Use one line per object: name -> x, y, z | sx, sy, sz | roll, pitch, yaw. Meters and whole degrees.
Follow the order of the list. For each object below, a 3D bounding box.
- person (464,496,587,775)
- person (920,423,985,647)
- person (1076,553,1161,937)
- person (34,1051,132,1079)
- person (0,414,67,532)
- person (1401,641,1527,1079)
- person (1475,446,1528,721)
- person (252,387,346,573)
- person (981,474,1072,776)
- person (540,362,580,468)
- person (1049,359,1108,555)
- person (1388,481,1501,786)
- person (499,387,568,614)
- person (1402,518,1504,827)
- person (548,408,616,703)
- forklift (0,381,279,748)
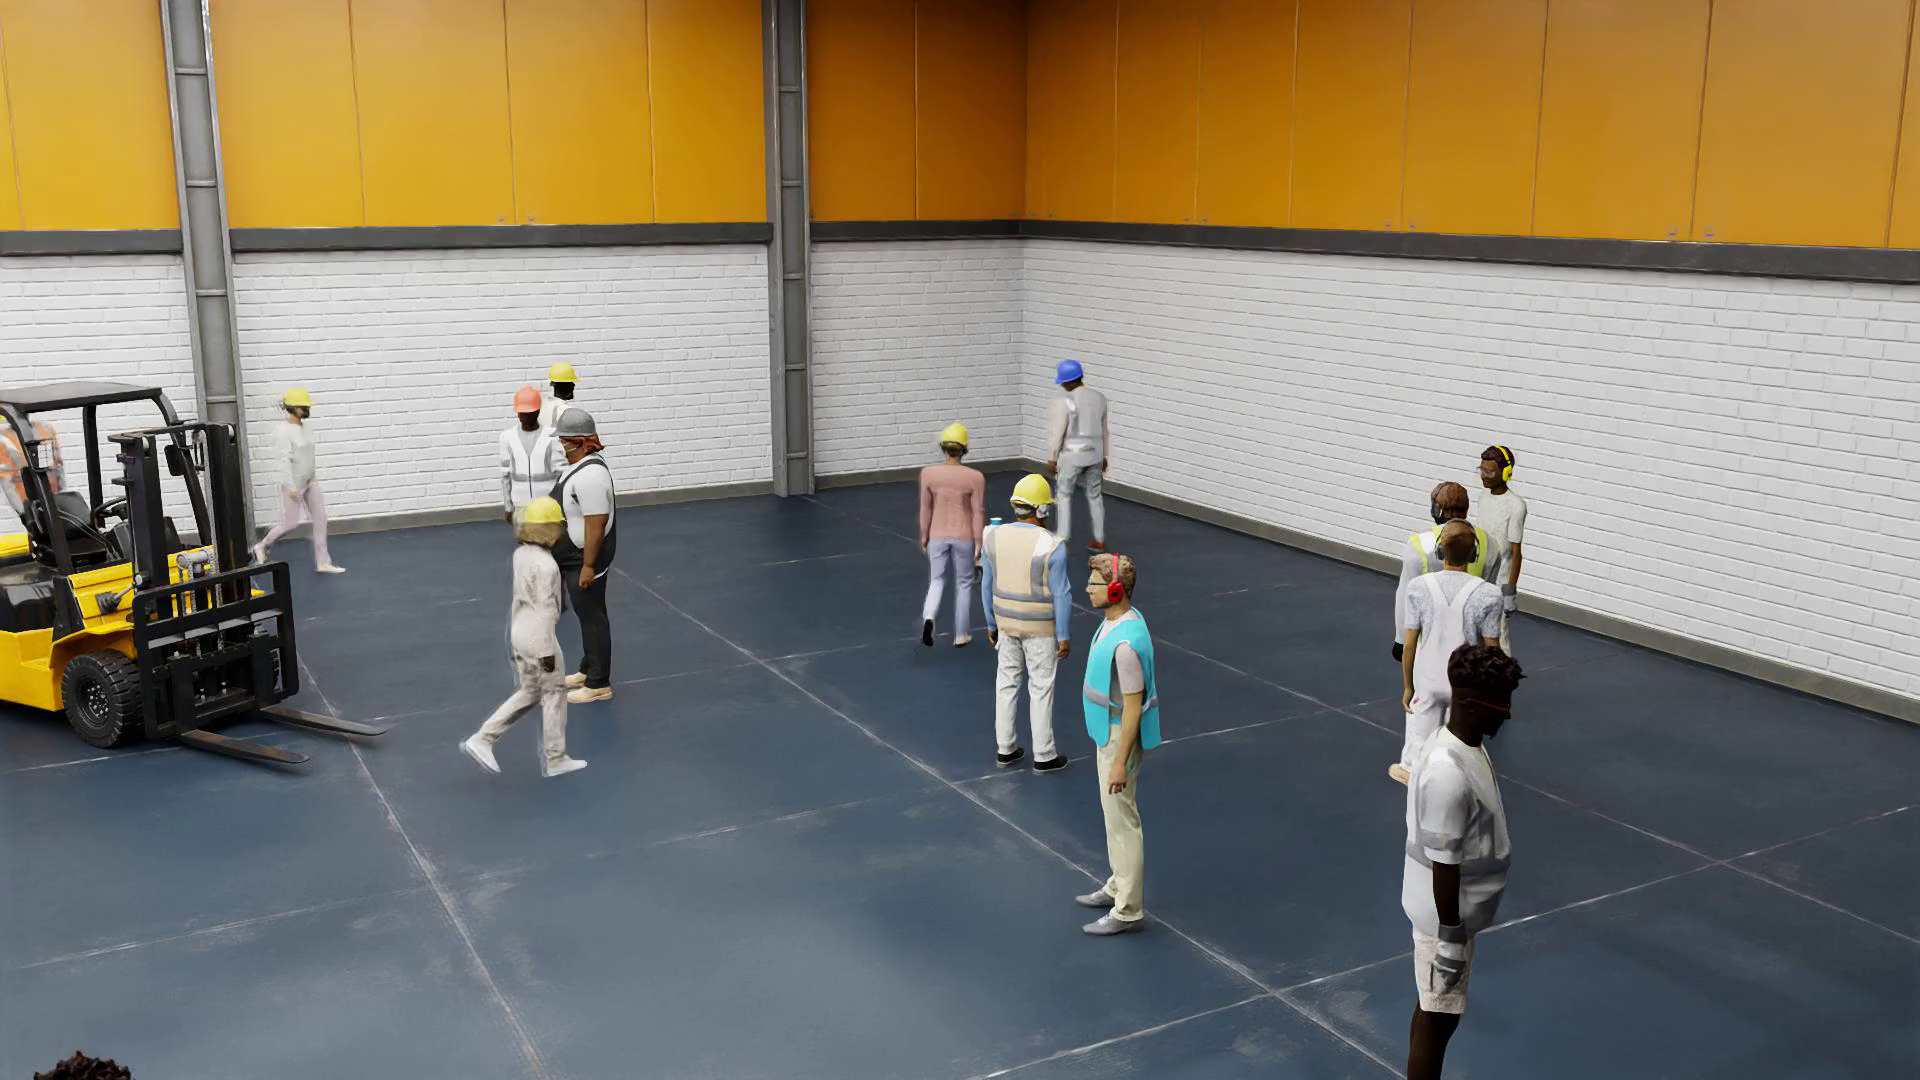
person -> -2.606, 0.599, 9.922 | 0.632, 1.712, 0.524 | -9, 15, -37
person -> -0.075, -0.006, 12.656 | 0.526, 1.754, 0.581 | 3, 12, 13
person -> 0.762, 0.964, 7.902 | 0.373, 1.843, 0.570 | 0, 12, 0
person -> -1.609, 1.901, 3.225 | 0.613, 1.963, 0.361 | -9, 15, -36
person -> -7.725, -0.328, 13.926 | 0.401, 1.867, 0.655 | 5, 13, 20
person -> 1.780, 1.317, 5.981 | 0.369, 1.958, 0.602 | 4, 13, 18
person -> 3.523, 0.292, 11.031 | 0.334, 1.860, 0.509 | -3, 12, -14
person -> -6.095, -0.534, 15.187 | 0.741, 1.741, 0.527 | 3, 12, 14
person -> 0.421, 0.509, 10.074 | 0.600, 1.827, 0.404 | 8, 15, 34
person -> -3.672, -0.686, 15.443 | 0.366, 1.926, 0.593 | -9, 15, -36
person -> 1.170, -0.783, 15.968 | 0.645, 1.904, 0.386 | -7, 14, -28
person -> 2.849, 0.562, 9.835 | 0.635, 1.831, 0.429 | -3, 13, -16
person -> -3.512, -0.309, 13.718 | 0.544, 1.922, 0.431 | 0, 12, -2
person -> 2.570, 0.791, 8.712 | 0.509, 1.846, 0.342 | 6, 13, 27
person -> -2.647, 0.096, 11.511 | 0.539, 2.000, 0.689 | -4, 13, -16
forklift -> -5.853, 0.085, 11.199 | 2.313, 2.155, 1.214 | 7, 14, 28
